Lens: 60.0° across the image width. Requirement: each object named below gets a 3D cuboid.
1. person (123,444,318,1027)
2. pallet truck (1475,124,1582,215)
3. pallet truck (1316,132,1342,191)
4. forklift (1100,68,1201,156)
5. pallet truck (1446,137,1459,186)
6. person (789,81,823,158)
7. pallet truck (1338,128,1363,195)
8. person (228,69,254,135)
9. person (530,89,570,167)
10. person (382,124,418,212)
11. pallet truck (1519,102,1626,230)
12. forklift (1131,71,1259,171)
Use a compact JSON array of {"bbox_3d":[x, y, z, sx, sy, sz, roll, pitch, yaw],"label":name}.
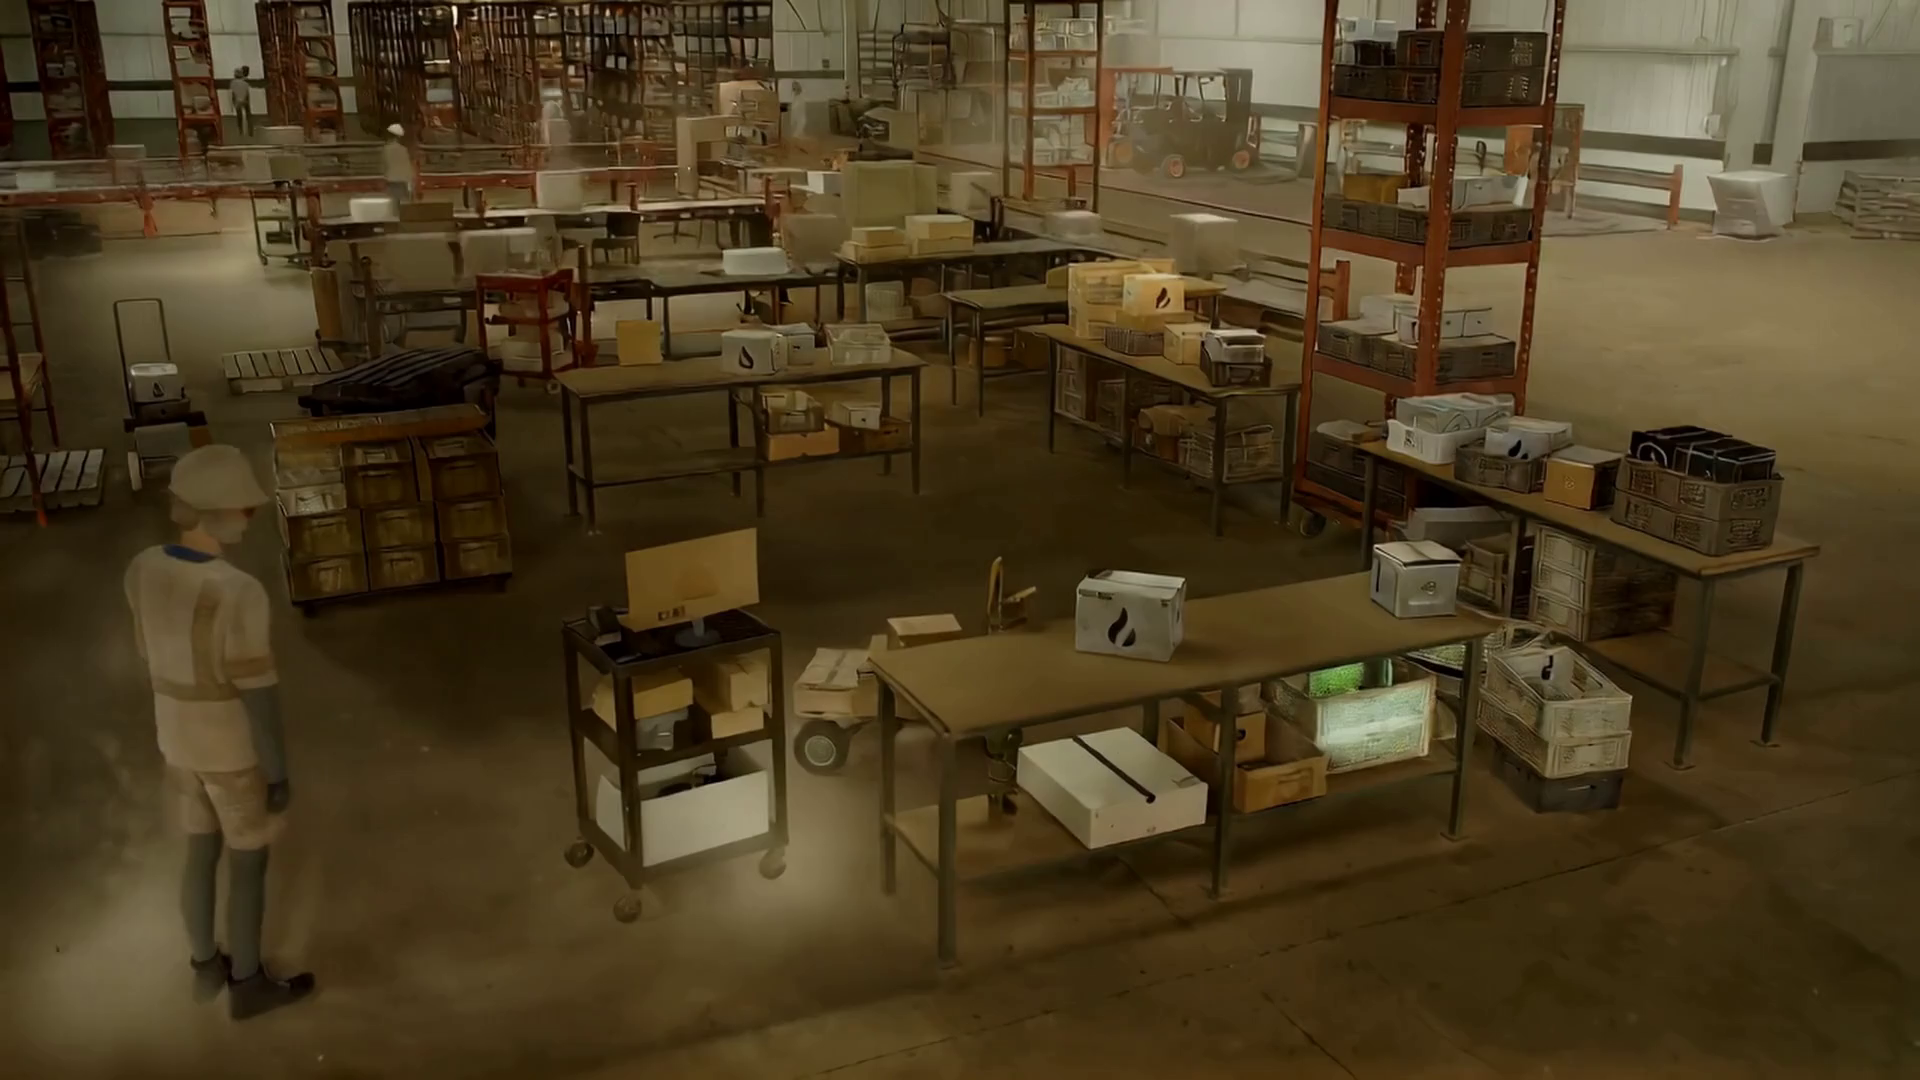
[{"bbox_3d":[-2.476,0.668,5.626,0.628,2.028,0.423,10,20,29],"label":"person"},{"bbox_3d":[9.707,-6.455,28.103,1.885,1.965,0.823,-7,19,-20],"label":"pallet truck"},{"bbox_3d":[7.723,-7.504,32.656,1.601,1.201,0.680,-8,19,-23],"label":"pallet truck"},{"bbox_3d":[4.082,-9.564,37.410,2.680,1.987,1.157,-8,19,-23],"label":"forklift"},{"bbox_3d":[9.184,-6.485,29.328,1.630,1.274,0.653,-8,19,-23],"label":"pallet truck"},{"bbox_3d":[-3.610,-9.502,37.920,0.942,1.869,0.647,-2,18,-5],"label":"person"},{"bbox_3d":[7.845,-7.140,31.411,1.522,1.261,0.704,-9,20,-25],"label":"pallet truck"},{"bbox_3d":[-20.308,-12.374,47.012,0.603,1.829,0.454,-9,20,-26],"label":"person"},{"bbox_3d":[-8.848,-8.782,35.781,0.930,1.782,0.612,3,18,10],"label":"person"},{"bbox_3d":[-8.508,-5.473,25.433,0.549,1.719,0.897,11,20,30],"label":"person"},{"bbox_3d":[9.972,-6.037,26.785,1.885,1.965,0.823,-9,20,-25],"label":"pallet truck"},{"bbox_3d":[4.998,-8.936,35.413,2.680,1.987,1.157,-9,20,-25],"label":"forklift"}]
